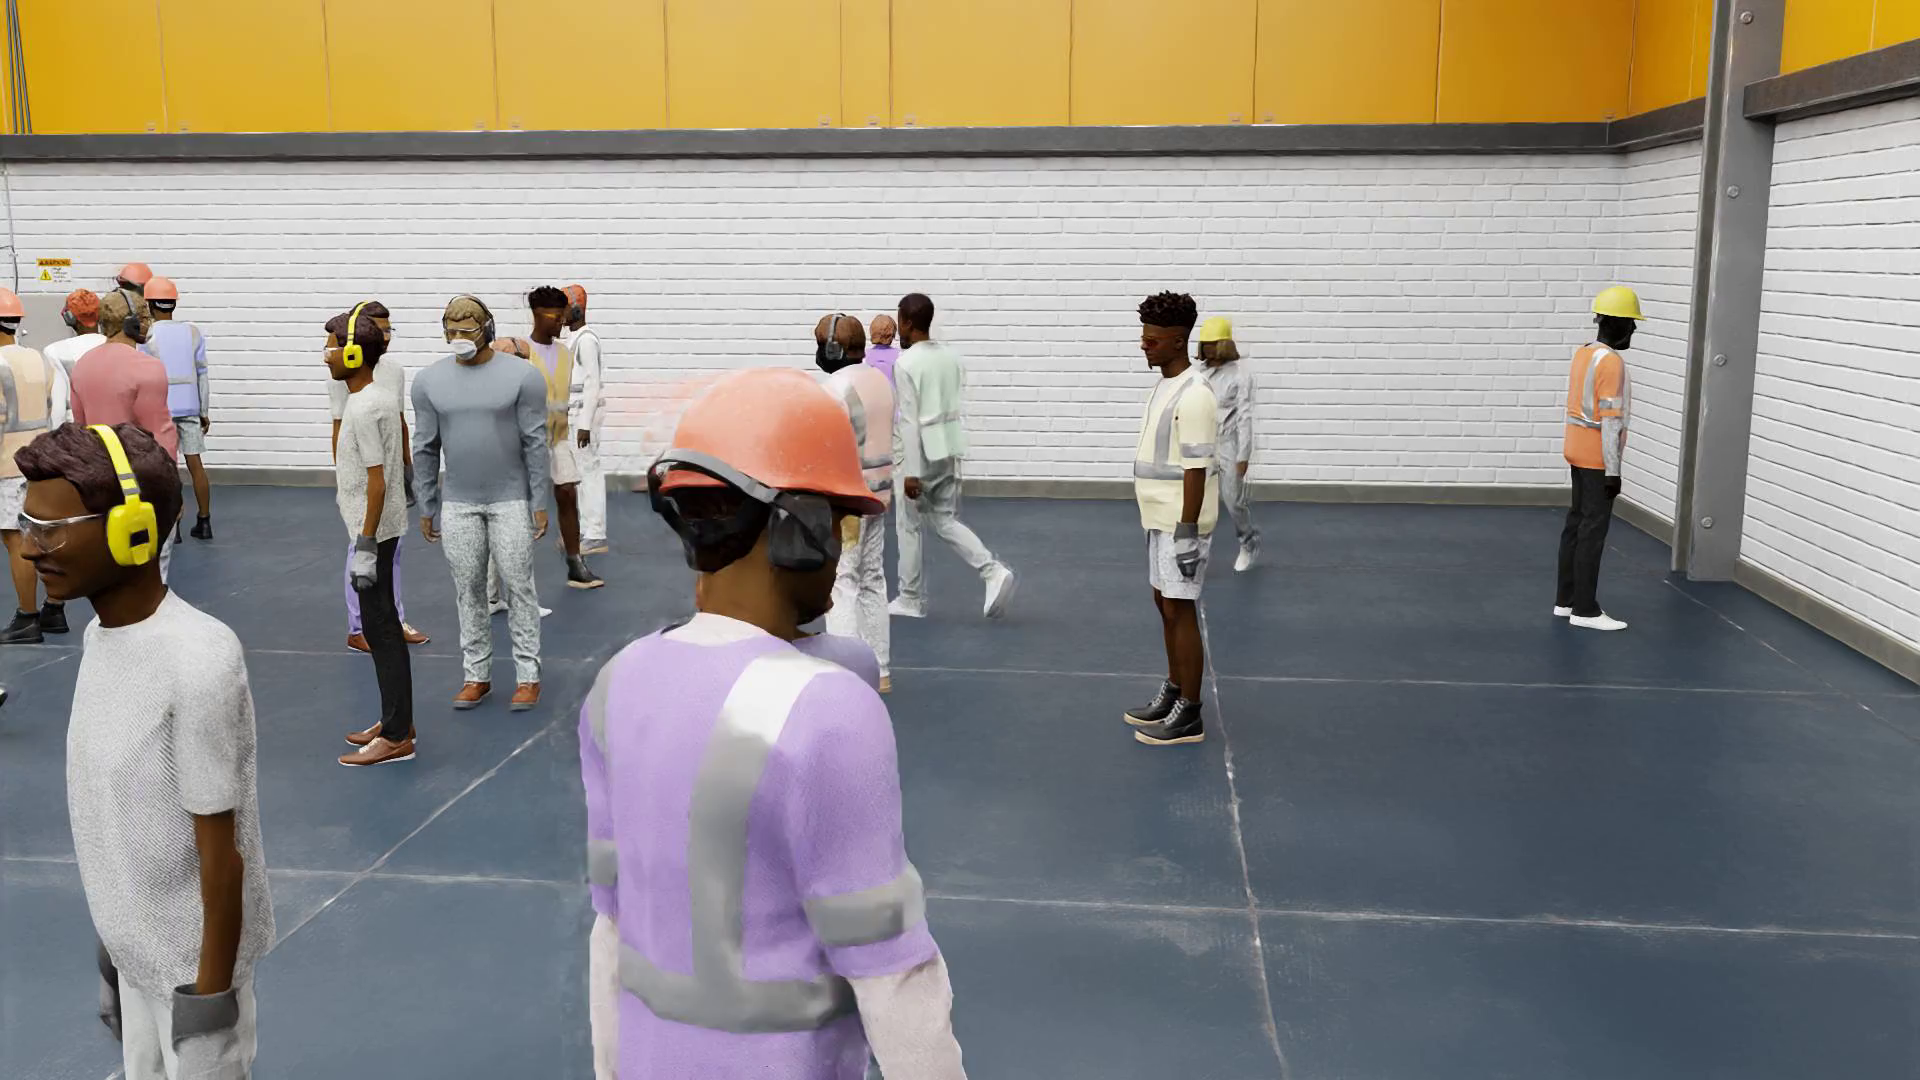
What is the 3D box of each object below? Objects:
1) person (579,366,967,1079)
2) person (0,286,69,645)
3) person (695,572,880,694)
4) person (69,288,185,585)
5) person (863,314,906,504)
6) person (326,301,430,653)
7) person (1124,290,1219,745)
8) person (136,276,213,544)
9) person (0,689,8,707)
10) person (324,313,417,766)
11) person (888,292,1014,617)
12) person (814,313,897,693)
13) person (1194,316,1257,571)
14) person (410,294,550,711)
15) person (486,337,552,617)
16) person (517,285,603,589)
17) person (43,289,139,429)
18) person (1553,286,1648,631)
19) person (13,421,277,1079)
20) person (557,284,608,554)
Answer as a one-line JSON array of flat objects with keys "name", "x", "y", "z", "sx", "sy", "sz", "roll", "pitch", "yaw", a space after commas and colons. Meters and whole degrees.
[{"name": "person", "x": -0.346, "y": 0.768, "z": 2.194, "sx": 1.067, "sy": 1.985, "sz": 0.623, "roll": -6, "pitch": 11, "yaw": -30}, {"name": "person", "x": -5.127, "y": -0.401, "z": 9.002, "sx": 0.357, "sy": 1.938, "sz": 0.542, "roll": 1, "pitch": 10, "yaw": 6}, {"name": "person", "x": -0.377, "y": 0.735, "z": 3.363, "sx": 0.507, "sy": 1.634, "sz": 0.280, "roll": -8, "pitch": 13, "yaw": -39}, {"name": "person", "x": -4.072, "y": -0.260, "z": 8.195, "sx": 0.628, "sy": 1.940, "sz": 0.378, "roll": 5, "pitch": 11, "yaw": 28}, {"name": "person", "x": -0.573, "y": -0.889, "z": 12.644, "sx": 0.513, "sy": 1.642, "sz": 0.311, "roll": 0, "pitch": 10, "yaw": 1}, {"name": "person", "x": -3.098, "y": -0.330, "z": 8.827, "sx": 0.327, "sy": 1.862, "sz": 0.510, "roll": 5, "pitch": 11, "yaw": 28}, {"name": "person", "x": 0.925, "y": -0.095, "z": 7.204, "sx": 0.376, "sy": 1.958, "sz": 0.607, "roll": -1, "pitch": 10, "yaw": -6}, {"name": "person", "x": -5.745, "y": -0.941, "z": 12.099, "sx": 0.372, "sy": 1.934, "sz": 0.551, "roll": 8, "pitch": 13, "yaw": 38}, {"name": "person", "x": -4.538, "y": 0.071, "z": 6.930, "sx": 0.856, "sy": 1.731, "sz": 0.537, "roll": -5, "pitch": 11, "yaw": -25}, {"name": "person", "x": -2.462, "y": -0.001, "z": 6.909, "sx": 0.317, "sy": 1.870, "sz": 0.531, "roll": -2, "pitch": 10, "yaw": -13}, {"name": "person", "x": -0.105, "y": -0.463, "z": 9.501, "sx": 0.799, "sy": 1.893, "sz": 0.604, "roll": 6, "pitch": 12, "yaw": 31}, {"name": "person", "x": -0.540, "y": -0.138, "z": 7.796, "sx": 0.428, "sy": 1.837, "sz": 0.620, "roll": 5, "pitch": 11, "yaw": 26}, {"name": "person", "x": 1.689, "y": -0.593, "z": 10.758, "sx": 0.495, "sy": 1.713, "sz": 0.837, "roll": 7, "pitch": 12, "yaw": 35}, {"name": "person", "x": -2.209, "y": -0.165, "z": 7.701, "sx": 0.632, "sy": 1.928, "sz": 0.392, "roll": 0, "pitch": 10, "yaw": -1}, {"name": "person", "x": -2.601, "y": -0.352, "z": 9.610, "sx": 0.513, "sy": 1.630, "sz": 0.318, "roll": 6, "pitch": 12, "yaw": 32}, {"name": "person", "x": -2.712, "y": -0.667, "z": 10.619, "sx": 1.047, "sy": 1.913, "sz": 0.616, "roll": 8, "pitch": 13, "yaw": 40}, {"name": "person", "x": -5.375, "y": -0.615, "z": 10.373, "sx": 0.356, "sy": 1.887, "sz": 0.573, "roll": 9, "pitch": 14, "yaw": 43}, {"name": "person", "x": 3.615, "y": -0.461, "z": 9.383, "sx": 0.385, "sy": 1.922, "sz": 0.594, "roll": 0, "pitch": 10, "yaw": 2}, {"name": "person", "x": -1.315, "y": 0.730, "z": 2.757, "sx": 0.505, "sy": 1.864, "sz": 0.331, "roll": 9, "pitch": 14, "yaw": 43}, {"name": "person", "x": -2.665, "y": -0.843, "z": 11.679, "sx": 0.355, "sy": 1.887, "sz": 0.573, "roll": -4, "pitch": 11, "yaw": -21}]
